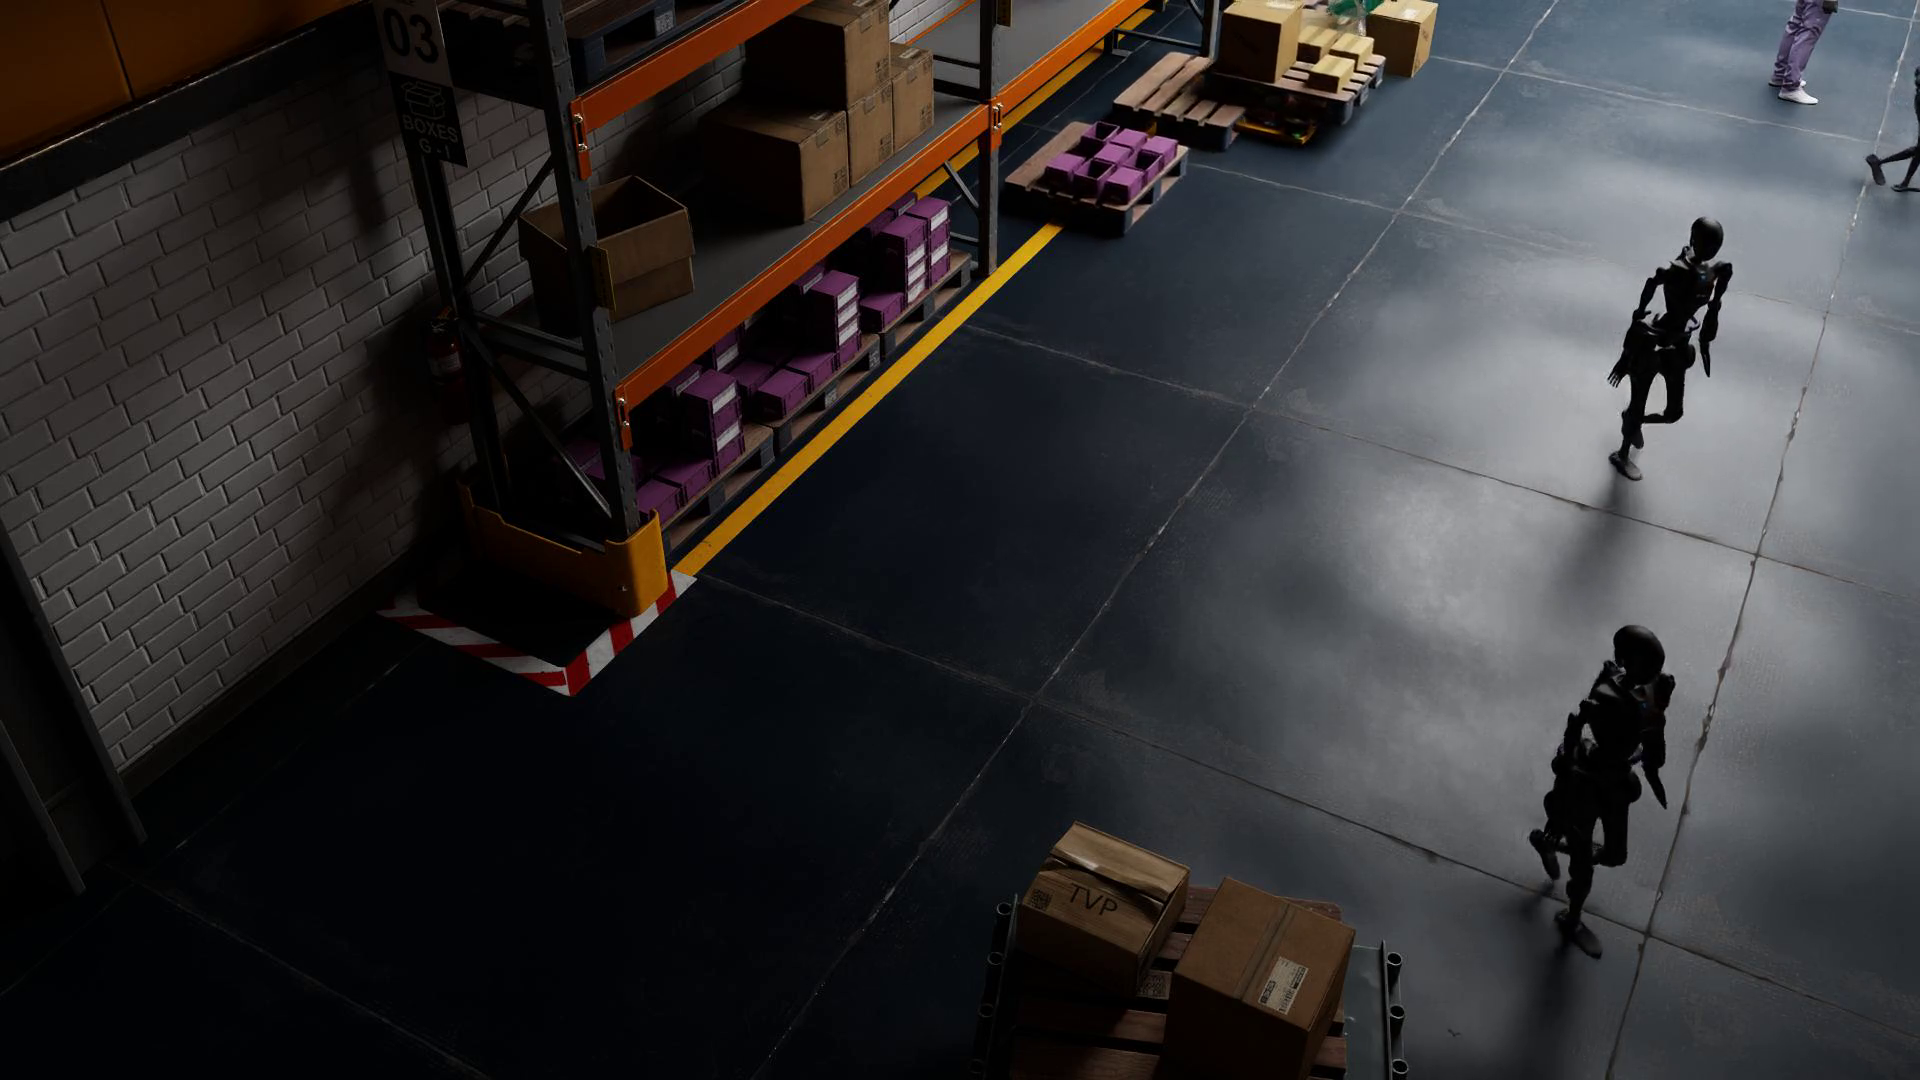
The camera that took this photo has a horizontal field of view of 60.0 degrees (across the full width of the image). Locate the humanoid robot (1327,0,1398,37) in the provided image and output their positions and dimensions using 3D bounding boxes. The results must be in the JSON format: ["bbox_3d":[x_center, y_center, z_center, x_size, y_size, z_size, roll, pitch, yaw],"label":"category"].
[{"bbox_3d":[3.387,-4.669,13.875,0.538,1.766,0.772,-21,43,-25],"label":"humanoid robot"}]

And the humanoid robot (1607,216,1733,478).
[{"bbox_3d":[3.995,-1.133,9.508,0.611,1.641,0.428,-9,40,-11],"label":"humanoid robot"}]

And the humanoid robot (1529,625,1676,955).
[{"bbox_3d":[2.642,0.990,6.870,0.600,1.633,0.561,-17,42,-20],"label":"humanoid robot"}]

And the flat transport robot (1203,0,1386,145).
[{"bbox_3d":[2.792,-3.692,13.834,0.659,0.231,1.431,19,42,22],"label":"flat transport robot"}]

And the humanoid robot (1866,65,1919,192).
[{"bbox_3d":[7.181,-3.358,12.311,0.494,1.640,0.606,15,41,17],"label":"humanoid robot"}]

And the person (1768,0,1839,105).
[{"bbox_3d":[7.074,-4.550,13.595,0.414,1.911,0.642,5,39,7],"label":"person"}]
